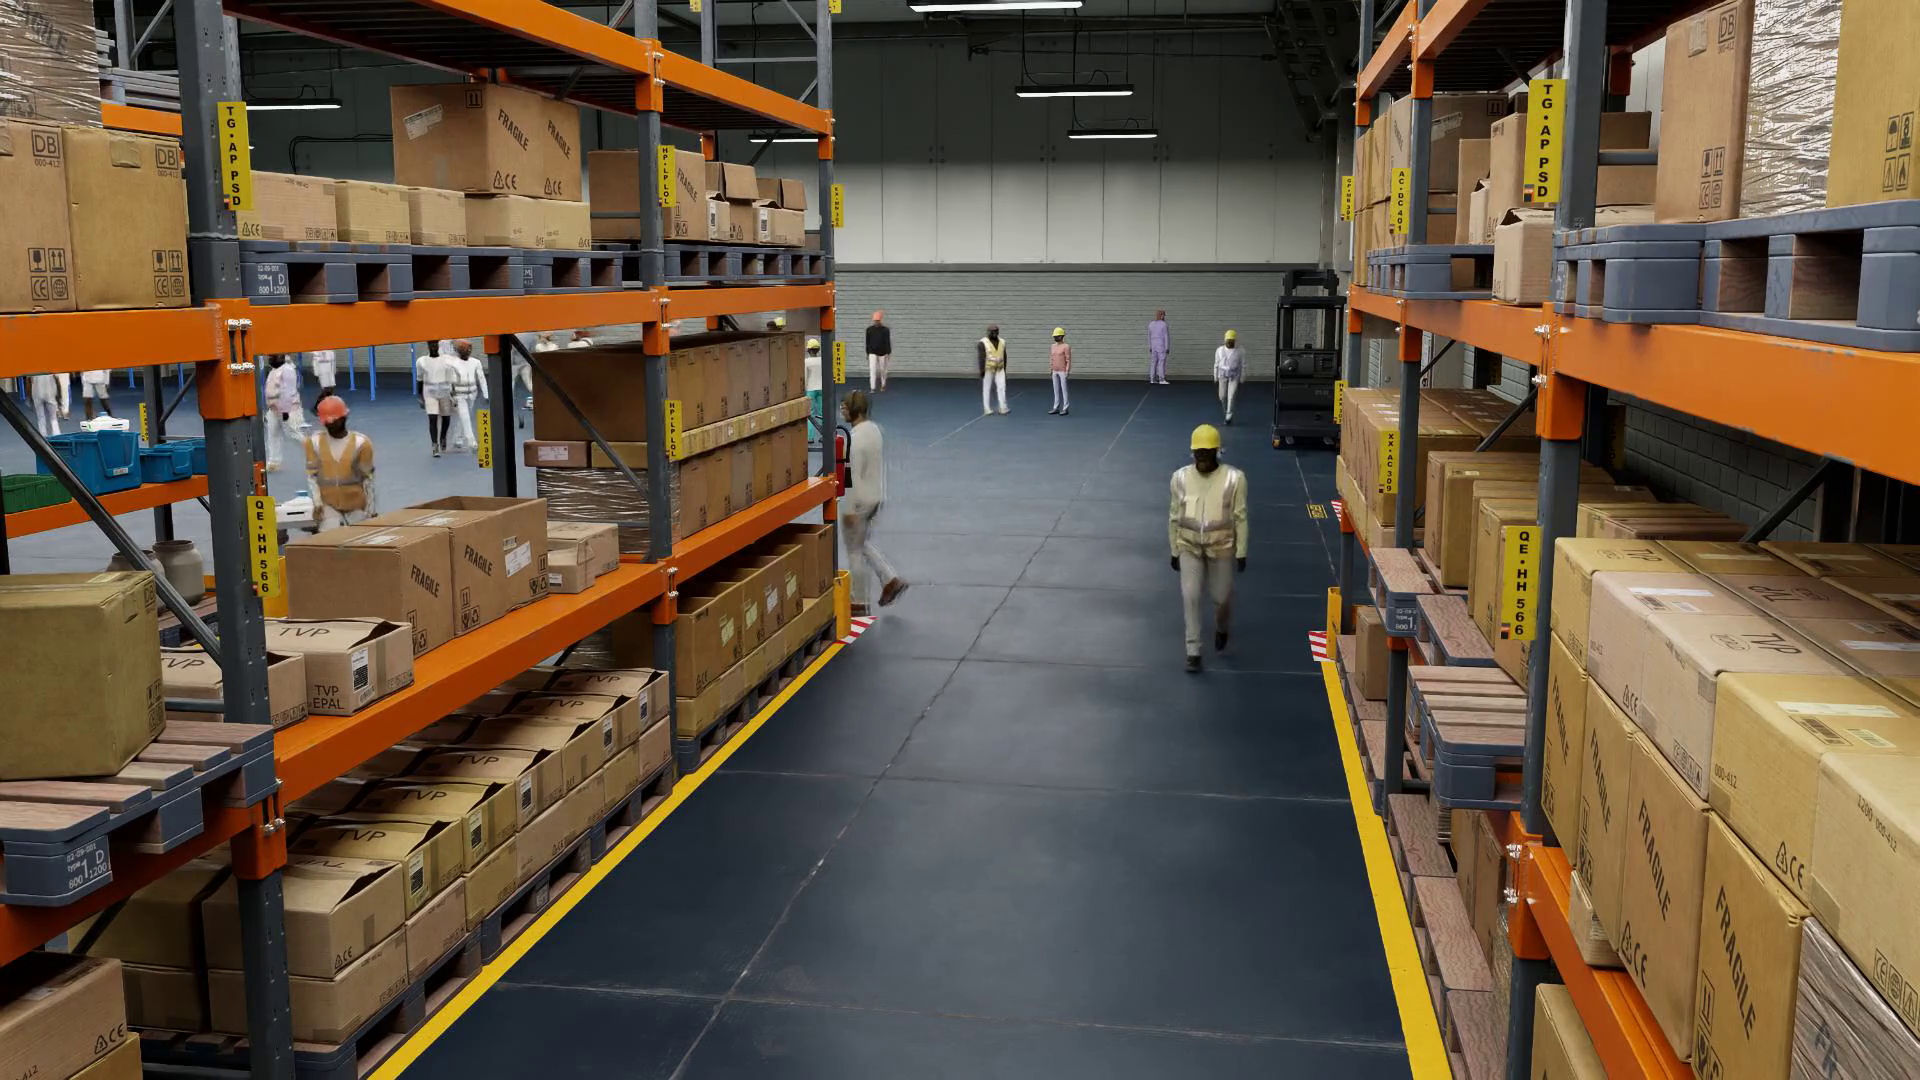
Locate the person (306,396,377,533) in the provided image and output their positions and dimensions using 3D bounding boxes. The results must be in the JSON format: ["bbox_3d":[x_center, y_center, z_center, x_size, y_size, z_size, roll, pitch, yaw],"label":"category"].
[{"bbox_3d":[-5.233,-0.283,14.085,0.553,1.868,0.850,-2,9,-11],"label":"person"}]

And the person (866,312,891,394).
[{"bbox_3d":[-1.957,-4.513,39.967,0.623,1.950,0.993,1,9,7],"label":"person"}]

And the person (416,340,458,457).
[{"bbox_3d":[-8.327,-2.326,26.490,0.620,1.938,0.821,-4,10,-23],"label":"person"}]

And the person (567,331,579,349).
[{"bbox_3d":[-8.469,-3.821,36.724,0.507,1.608,0.778,-7,12,-37],"label":"person"}]

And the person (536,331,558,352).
[{"bbox_3d":[-8.896,-3.719,36.046,0.522,1.618,0.655,2,9,10],"label":"person"}]

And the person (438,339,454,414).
[{"bbox_3d":[-10.540,-3.536,33.945,0.403,1.937,0.604,-4,10,-25],"label":"person"}]

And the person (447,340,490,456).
[{"bbox_3d":[-7.911,-2.285,26.605,0.593,1.835,1.029,-9,13,-44],"label":"person"}]

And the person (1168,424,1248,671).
[{"bbox_3d":[1.840,0.031,12.333,0.600,1.807,0.728,3,10,17],"label":"person"}]

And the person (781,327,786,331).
[{"bbox_3d":[-3.441,-3.402,33.552,0.982,1.790,0.531,-3,10,-19],"label":"person"}]

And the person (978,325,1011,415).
[{"bbox_3d":[0.726,-3.435,33.714,0.651,1.807,0.866,-4,10,-23],"label":"person"}]

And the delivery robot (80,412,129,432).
[{"bbox_3d":[-14.380,-1.905,27.979,0.477,0.478,0.707,7,11,36],"label":"delivery robot"}]

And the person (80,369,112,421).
[{"bbox_3d":[-15.673,-2.900,30.178,0.552,1.914,0.882,-1,9,-4],"label":"person"}]

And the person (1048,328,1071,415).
[{"bbox_3d":[2.018,-3.430,33.815,0.328,1.767,0.530,-8,12,-41],"label":"person"}]

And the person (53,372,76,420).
[{"bbox_3d":[-17.839,-3.351,32.849,0.649,1.937,1.067,-6,11,-31],"label":"person"}]

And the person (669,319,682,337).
[{"bbox_3d":[-6.724,-4.462,39.909,0.988,1.857,0.643,0,9,-2],"label":"person"}]

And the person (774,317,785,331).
[{"bbox_3d":[-3.928,-3.850,35.958,0.684,1.903,0.625,-2,9,-10],"label":"person"}]

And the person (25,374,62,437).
[{"bbox_3d":[-14.504,-2.251,26.291,0.511,1.856,0.408,-7,11,-37],"label":"person"}]

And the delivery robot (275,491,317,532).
[{"bbox_3d":[-7.112,-0.292,18.031,0.707,0.478,0.477,-6,11,-34],"label":"delivery robot"}]

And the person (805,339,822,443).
[{"bbox_3d":[-2.487,-2.529,28.260,0.533,1.768,0.311,-7,12,-38],"label":"person"}]

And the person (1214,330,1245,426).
[{"bbox_3d":[5.144,-3.108,31.706,0.593,1.812,0.644,4,10,23],"label":"person"}]

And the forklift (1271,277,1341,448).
[{"bbox_3d":[5.847,-3.016,27.970,1.129,2.768,1.873,1,9,9],"label":"forklift"}]

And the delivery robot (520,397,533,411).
[{"bbox_3d":[-8.080,-2.569,31.276,0.335,0.223,0.698,-4,10,-22],"label":"delivery robot"}]

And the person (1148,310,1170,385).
[{"bbox_3d":[5.141,-4.949,42.751,0.401,1.906,0.651,-8,12,-41],"label":"person"}]

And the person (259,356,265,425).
[{"bbox_3d":[-13.328,-3.092,31.380,0.416,1.883,0.707,-5,10,-28],"label":"person"}]

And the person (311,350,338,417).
[{"bbox_3d":[-12.482,-3.326,32.724,0.449,1.923,0.541,3,10,16],"label":"person"}]

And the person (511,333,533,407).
[{"bbox_3d":[-9.446,-3.785,35.695,1.006,1.895,0.637,8,12,41],"label":"person"}]

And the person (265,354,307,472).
[{"bbox_3d":[-9.850,-1.920,24.356,0.621,1.819,0.830,9,13,43],"label":"person"}]

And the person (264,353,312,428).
[{"bbox_3d":[-12.544,-2.879,30.900,0.763,1.610,0.522,-5,11,-30],"label":"person"}]

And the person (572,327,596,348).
[{"bbox_3d":[-6.903,-3.075,30.916,0.931,2.000,0.687,3,10,16],"label":"person"}]

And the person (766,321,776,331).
[{"bbox_3d":[-3.965,-3.615,34.645,0.988,1.860,0.628,-6,11,-34],"label":"person"}]

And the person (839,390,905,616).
[{"bbox_3d":[-0.816,-0.308,14.072,0.511,1.926,0.648,3,10,16],"label":"person"}]
